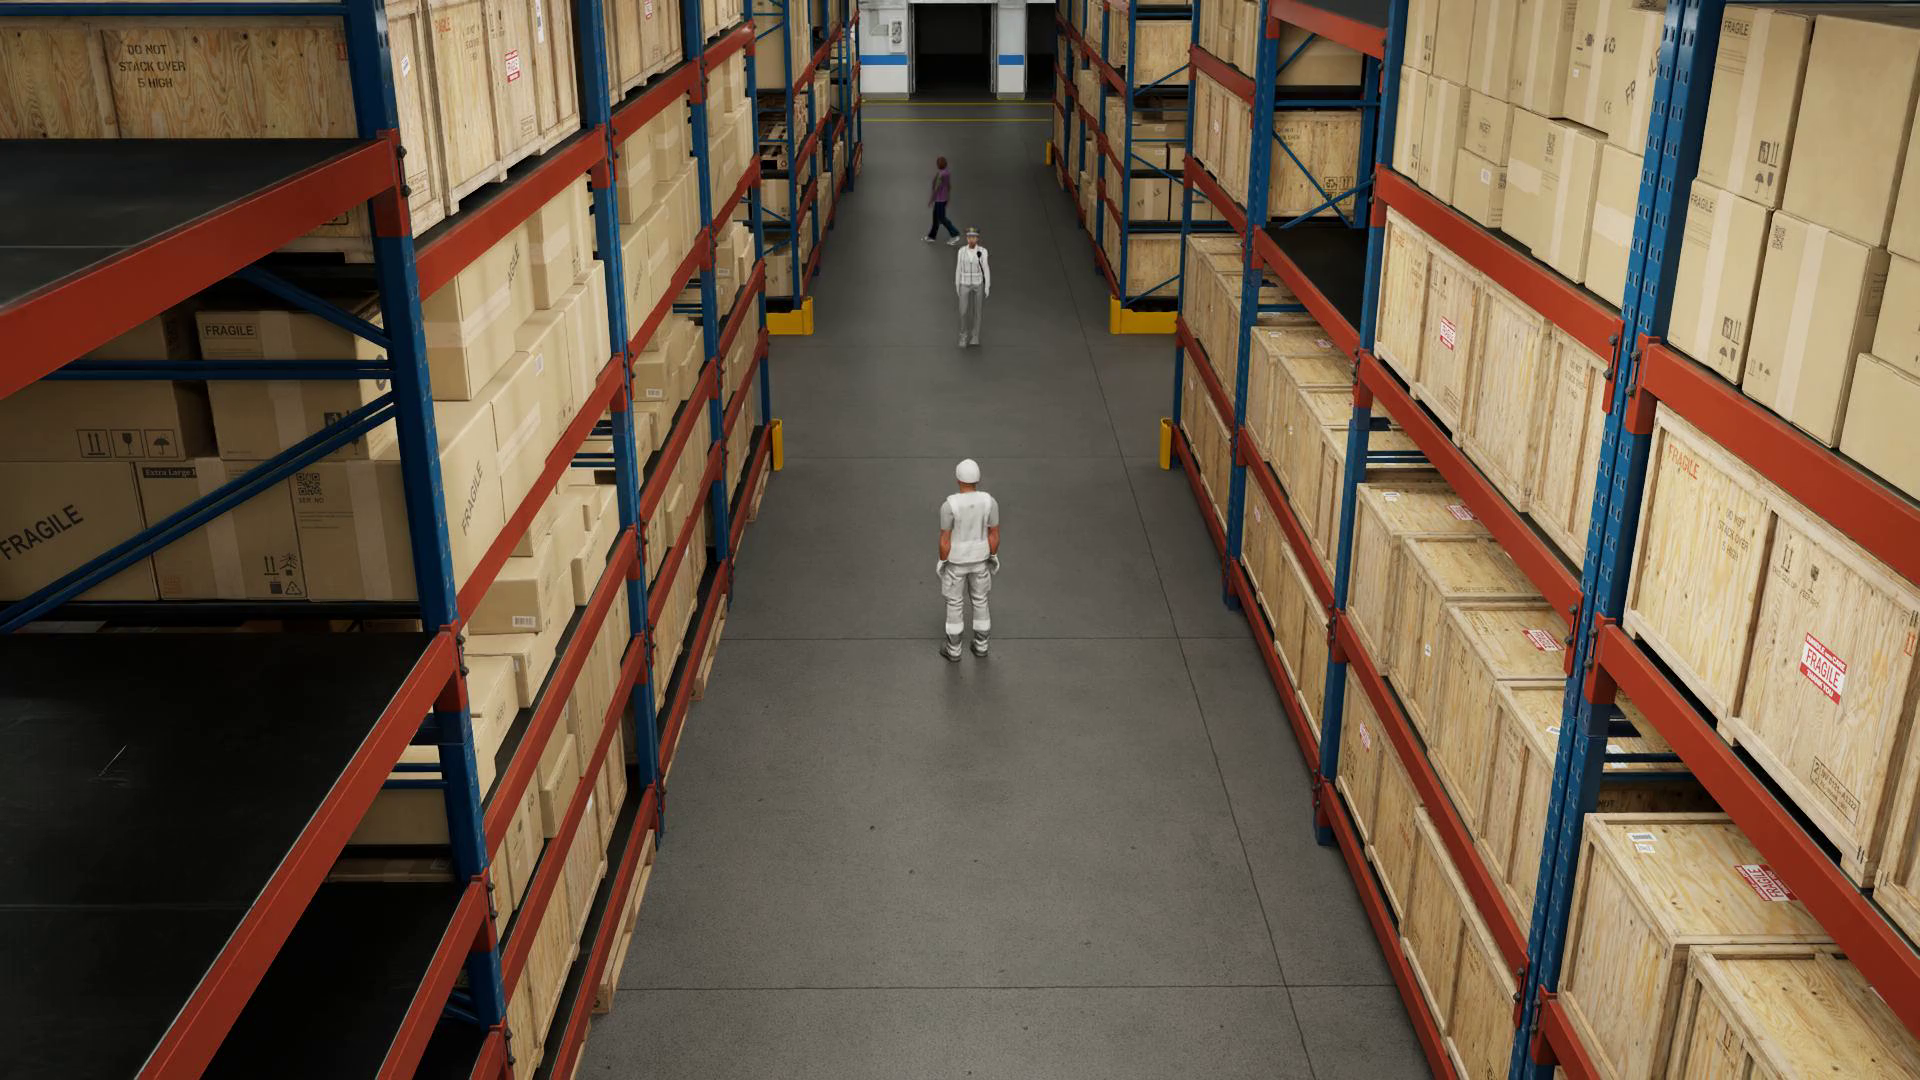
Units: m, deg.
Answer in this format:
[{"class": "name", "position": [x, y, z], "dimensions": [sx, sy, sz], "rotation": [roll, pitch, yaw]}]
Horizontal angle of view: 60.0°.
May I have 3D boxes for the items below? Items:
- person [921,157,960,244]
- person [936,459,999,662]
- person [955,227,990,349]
[{"class": "person", "position": [-0.367, -6.229, 30.562], "dimensions": [0.825, 1.583, 0.422], "rotation": [7, 23, 17]}, {"class": "person", "position": [0.048, 0.158, 14.076], "dimensions": [0.550, 1.794, 0.378], "rotation": [-7, 23, -17]}, {"class": "person", "position": [0.177, -3.607, 23.742], "dimensions": [0.502, 1.695, 0.544], "rotation": [1, 22, 3]}]
